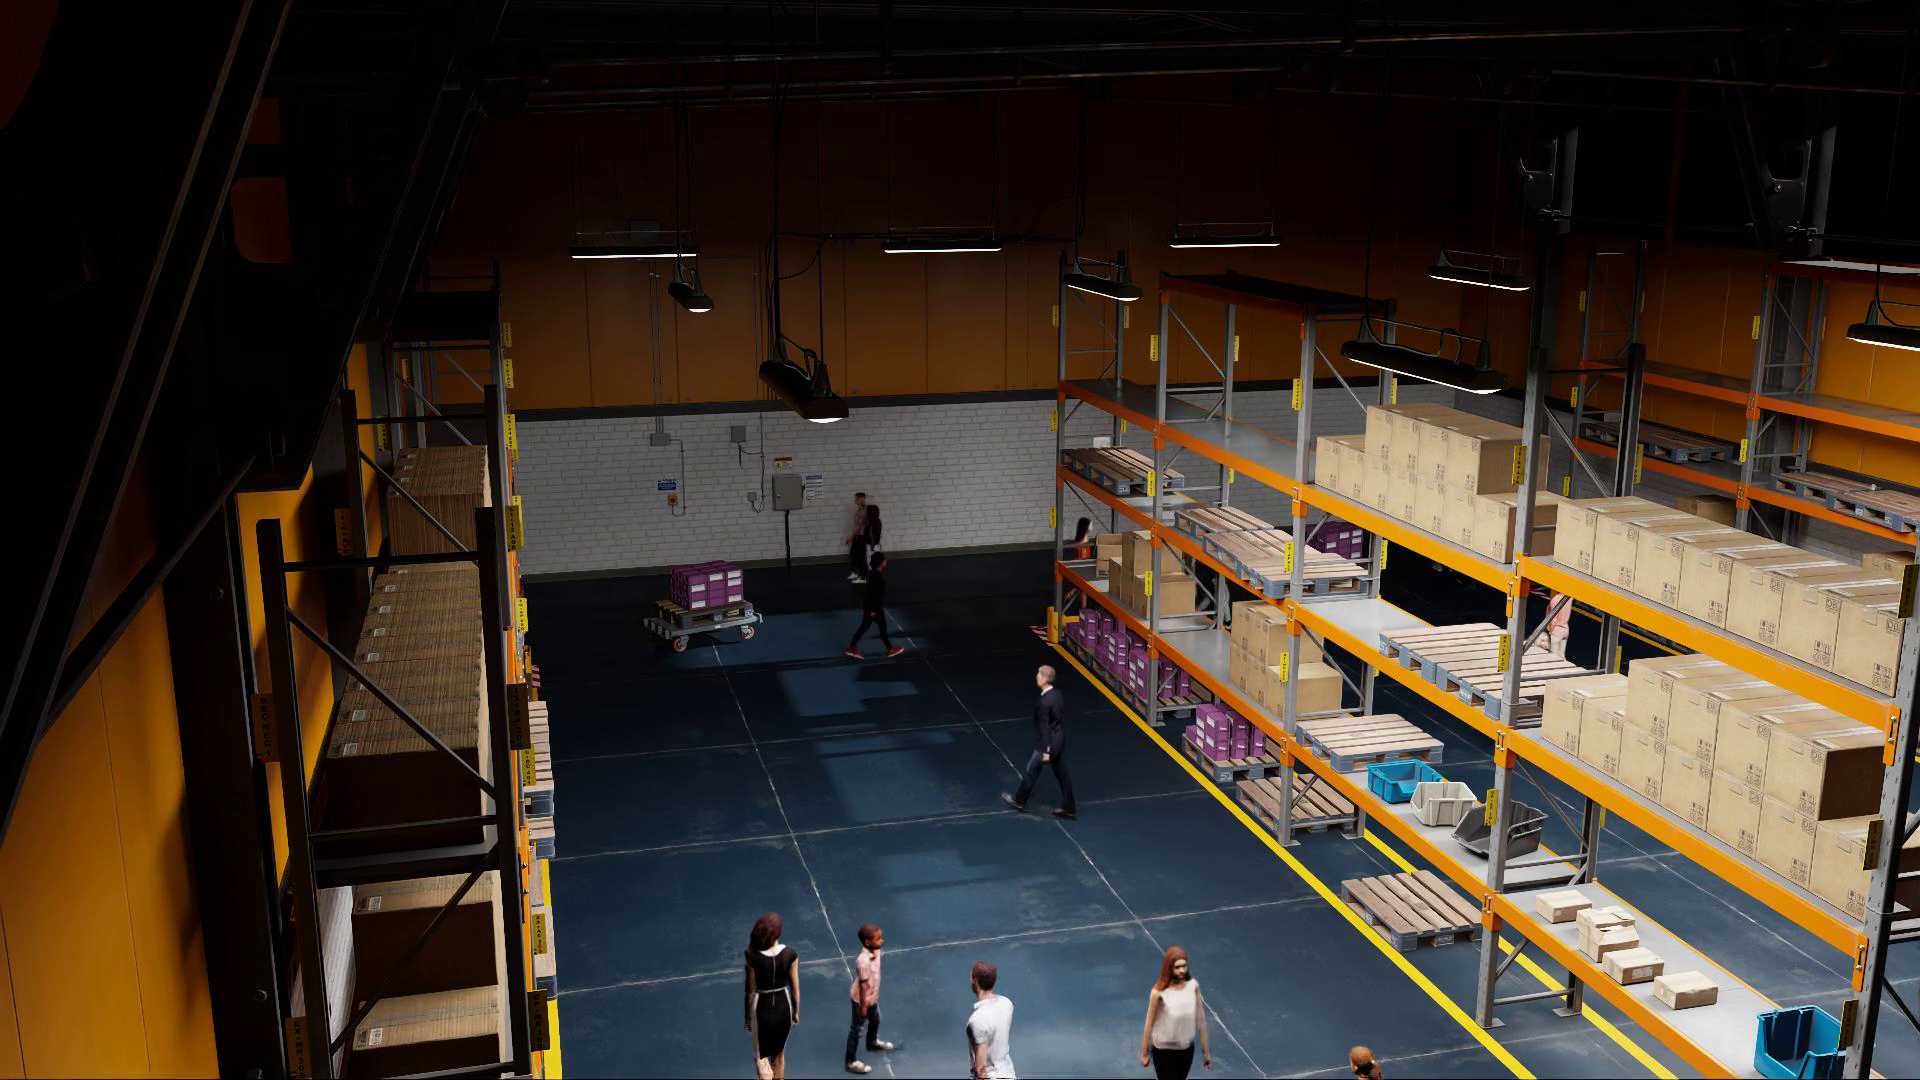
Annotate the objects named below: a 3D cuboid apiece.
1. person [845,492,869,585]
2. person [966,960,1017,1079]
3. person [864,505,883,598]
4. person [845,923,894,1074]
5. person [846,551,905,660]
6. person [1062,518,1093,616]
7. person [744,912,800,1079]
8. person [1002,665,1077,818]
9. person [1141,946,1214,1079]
[{"bbox_3d":[-1.687,-0.037,29.126,0.702,1.621,0.621,-2,14,-7],"label":"person"},{"bbox_3d":[0.307,3.999,12.072,1.172,1.803,1.035,8,16,31],"label":"person"},{"bbox_3d":[-1.486,0.188,28.226,0.738,1.608,0.615,3,14,12],"label":"person"},{"bbox_3d":[-0.800,3.808,13.937,0.745,1.297,0.637,4,14,15],"label":"person"},{"bbox_3d":[-1.381,1.004,24.795,0.673,1.635,1.025,-2,14,-9],"label":"person"},{"bbox_3d":[1.882,0.484,26.800,0.722,1.703,0.822,-1,14,-4],"label":"person"},{"bbox_3d":[-1.462,3.790,12.987,0.604,1.779,0.861,-4,14,-16],"label":"person"},{"bbox_3d":[1.105,2.335,19.004,1.227,1.775,1.168,7,16,28],"label":"person"},{"bbox_3d":[1.601,3.868,12.820,0.657,1.706,0.674,-6,15,-25],"label":"person"}]
